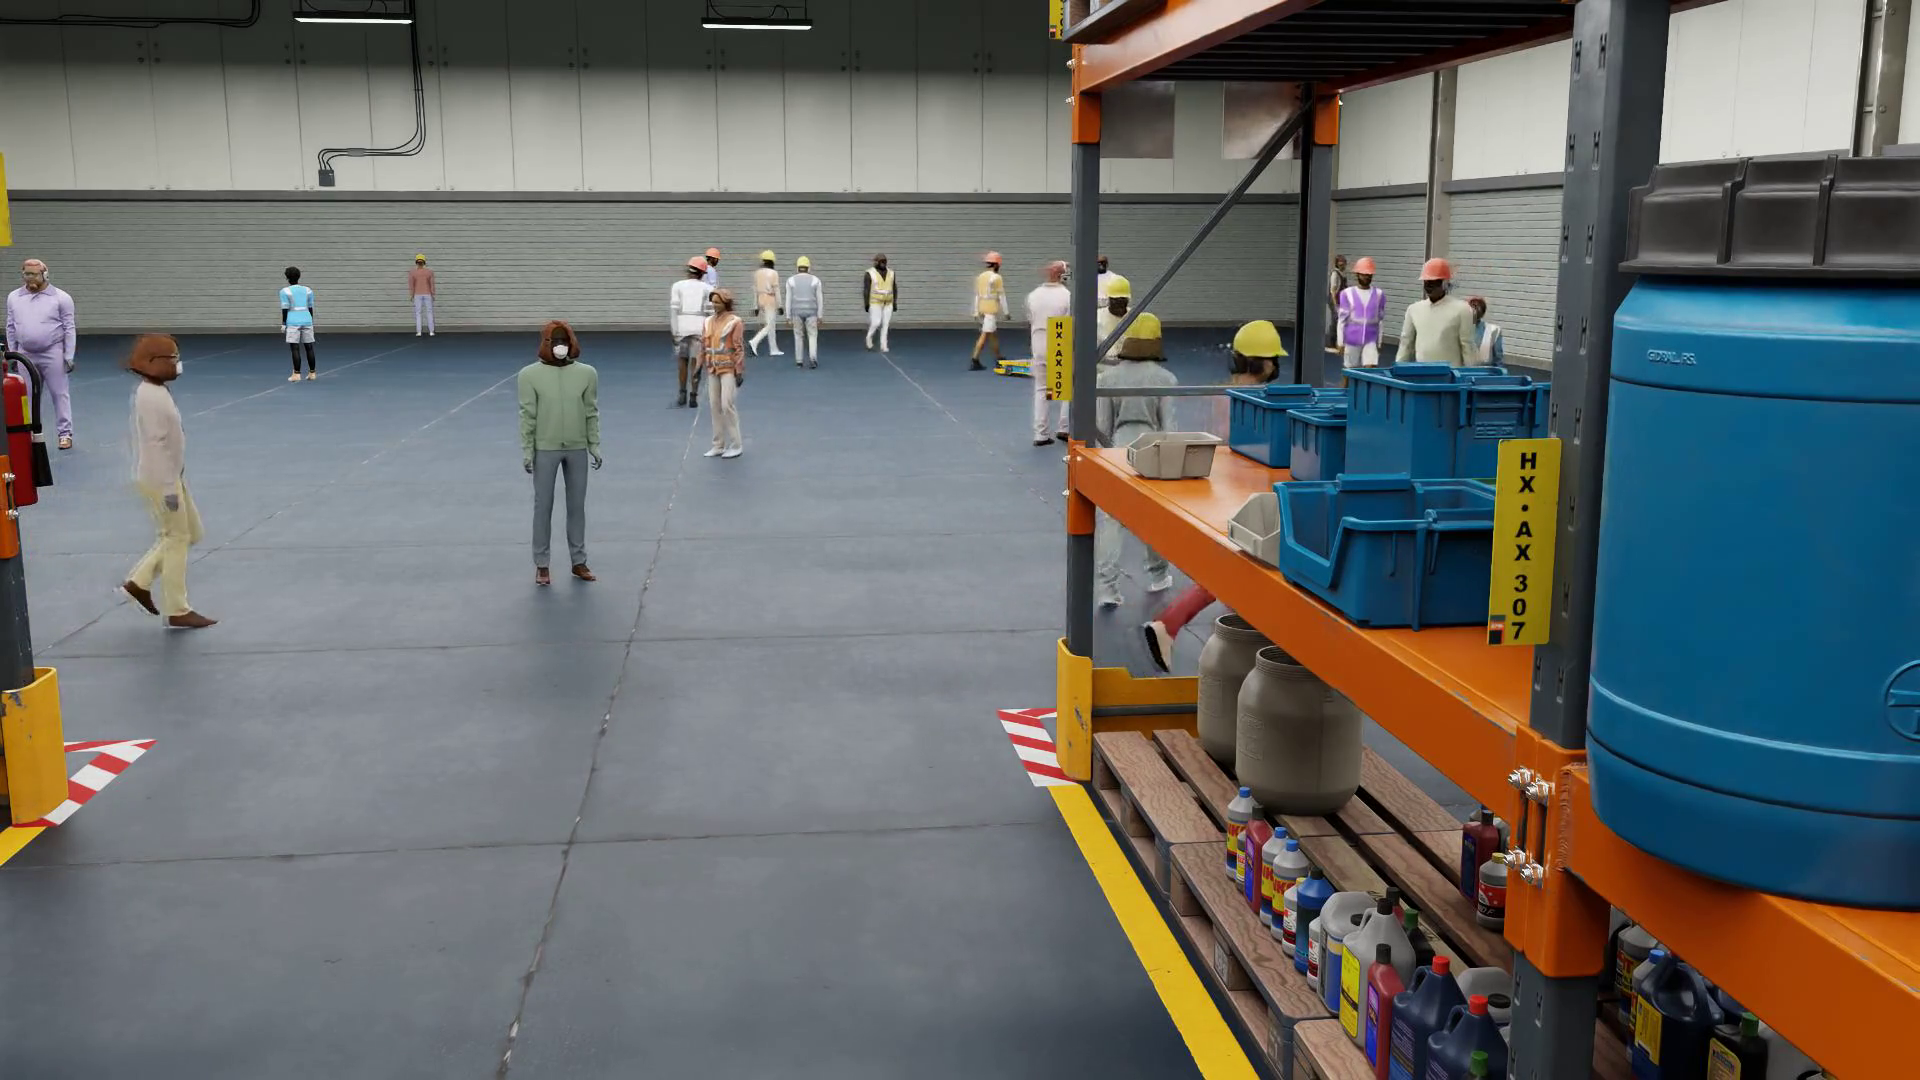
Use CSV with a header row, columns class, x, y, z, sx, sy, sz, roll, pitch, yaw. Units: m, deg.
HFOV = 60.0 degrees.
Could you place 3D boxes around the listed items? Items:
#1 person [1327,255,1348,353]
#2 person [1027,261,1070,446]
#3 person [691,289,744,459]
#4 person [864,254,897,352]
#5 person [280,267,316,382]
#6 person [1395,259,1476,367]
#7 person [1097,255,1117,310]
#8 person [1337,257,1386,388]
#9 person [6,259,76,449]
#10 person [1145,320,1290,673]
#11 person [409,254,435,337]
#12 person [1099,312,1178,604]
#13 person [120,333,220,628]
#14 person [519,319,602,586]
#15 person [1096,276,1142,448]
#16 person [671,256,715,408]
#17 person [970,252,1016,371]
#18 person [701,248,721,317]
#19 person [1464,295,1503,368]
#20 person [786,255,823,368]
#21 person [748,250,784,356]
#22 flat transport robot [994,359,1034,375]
class,x,y,z,sx,sy,sz,roll,pitch,yaw
person,6.958,-4.349,30.670,0.447,1.803,0.652,6,12,30
person,0.994,-1.910,17.065,0.657,1.883,0.608,8,13,36
person,-2.322,-1.609,16.124,0.535,1.636,0.380,9,13,39
person,-1.473,-4.398,30.897,0.626,1.825,0.479,-6,12,-29
person,-9.771,-3.177,24.546,0.321,1.692,0.530,8,13,36
person,3.934,-1.371,13.957,1.009,1.937,0.645,-9,14,-41
person,2.338,-3.827,27.718,0.650,1.832,0.447,-1,10,-3
person,4.708,-2.376,19.600,0.555,1.904,0.956,1,10,3
person,-9.224,-1.853,16.692,0.636,1.911,0.406,-1,10,-8
person,1.261,-0.155,7.806,0.657,1.747,0.527,-2,10,-9
person,-11.532,-5.244,35.677,0.526,1.768,0.315,-4,11,-22
person,1.039,-0.482,9.762,0.499,1.697,0.886,5,11,24
person,-4.327,-0.311,9.030,0.404,1.622,0.522,-5,11,-24
person,-2.456,-0.544,10.267,0.501,1.633,0.282,-6,12,-29
person,1.384,-1.397,14.519,0.597,1.793,0.691,-2,11,-12
person,-3.348,-2.624,20.978,0.553,1.884,0.662,-1,10,-8
person,0.526,-3.667,26.714,0.970,1.877,0.540,-6,12,-31
person,-4.492,-4.313,30.131,0.379,1.927,0.542,-5,12,-27
person,4.594,-1.397,14.975,0.525,1.621,0.555,0,10,-1
person,-2.533,-3.699,27.046,0.592,1.837,0.404,-1,10,-4
person,-3.483,-4.220,29.700,0.790,1.900,0.591,-9,13,-40
flat transport robot,1.190,-2.629,25.440,0.652,0.197,1.431,-7,12,-33
